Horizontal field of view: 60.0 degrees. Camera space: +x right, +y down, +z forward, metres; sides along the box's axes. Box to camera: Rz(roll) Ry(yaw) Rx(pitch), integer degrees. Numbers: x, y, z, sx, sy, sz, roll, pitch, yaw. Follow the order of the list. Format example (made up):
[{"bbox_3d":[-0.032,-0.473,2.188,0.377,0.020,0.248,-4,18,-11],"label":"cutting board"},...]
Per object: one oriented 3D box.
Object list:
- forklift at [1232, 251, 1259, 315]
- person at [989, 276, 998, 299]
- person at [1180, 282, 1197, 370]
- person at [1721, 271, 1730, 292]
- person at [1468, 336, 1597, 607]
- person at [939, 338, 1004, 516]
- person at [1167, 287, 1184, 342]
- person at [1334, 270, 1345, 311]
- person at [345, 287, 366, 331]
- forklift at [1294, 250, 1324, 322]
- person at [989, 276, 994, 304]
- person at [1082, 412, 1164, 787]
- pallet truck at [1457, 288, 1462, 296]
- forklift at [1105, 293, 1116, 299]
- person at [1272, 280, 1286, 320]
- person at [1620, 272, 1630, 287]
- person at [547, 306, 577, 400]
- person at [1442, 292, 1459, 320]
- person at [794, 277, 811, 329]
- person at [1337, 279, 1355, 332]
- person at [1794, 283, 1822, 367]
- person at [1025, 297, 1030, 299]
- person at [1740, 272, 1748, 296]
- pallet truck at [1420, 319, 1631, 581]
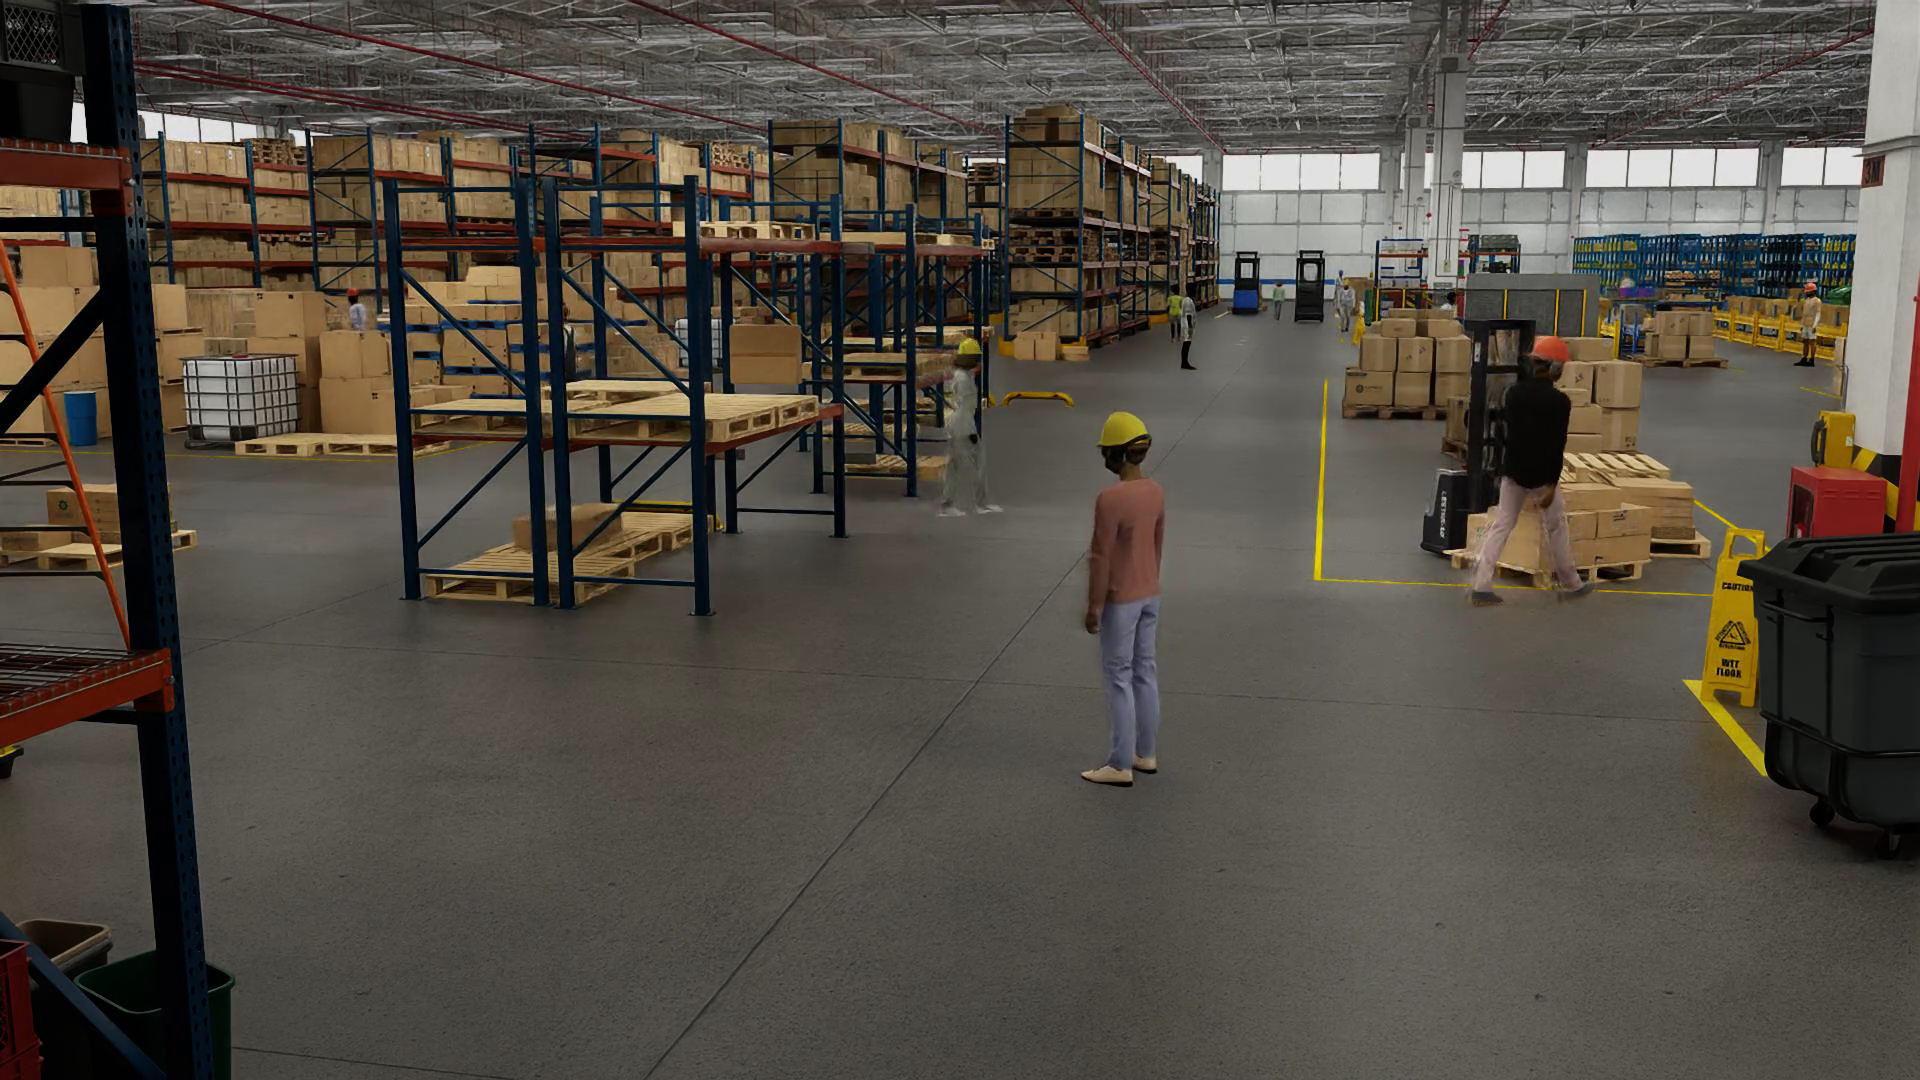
[{"bbox_3d":[12.759,-11.468,74.117,1.129,2.768,1.873,2,10,12],"label":"forklift"},{"bbox_3d":[1.785,-13.398,88.591,0.633,1.853,1.020,7,12,37],"label":"person"},{"bbox_3d":[5.116,-4.775,37.181,0.363,1.963,0.612,0,10,1],"label":"person"},{"bbox_3d":[36.796,-11.951,79.804,0.619,1.936,1.034,-1,10,-6],"label":"person"},{"bbox_3d":[4.083,-0.475,11.830,1.046,1.941,0.626,-5,11,-28],"label":"person"},{"bbox_3d":[0.131,-1.070,15.983,0.742,1.715,0.506,1,10,5],"label":"person"},{"bbox_3d":[6.475,-6.770,49.919,0.536,1.648,0.867,1,10,8],"label":"person"},{"bbox_3d":[18.292,-12.012,80.087,0.604,1.949,0.389,-5,11,-26],"label":"person"},{"bbox_3d":[-12.243,-4.215,34.009,0.644,1.919,0.550,1,10,4],"label":"person"},{"bbox_3d":[13.778,-10.002,65.433,1.129,2.768,1.873,2,10,12],"label":"forklift"},{"bbox_3d":[1.652,-12.470,82.997,0.563,1.897,0.986,2,10,12],"label":"person"},{"bbox_3d":[0.774,0.278,7.876,0.332,1.764,0.530,7,12,37],"label":"person"},{"bbox_3d":[20.506,-9.785,68.819,0.653,1.274,1.630,2,10,12],"label":"pallet truck"},{"bbox_3d":[8.661,-14.892,94.391,1.873,2.768,1.129,2,10,12],"label":"forklift"},{"bbox_3d":[12.959,-9.720,67.482,0.533,1.609,0.644,4,10,23],"label":"person"},{"bbox_3d":[29.484,-10.922,73.804,0.443,1.890,0.664,7,12,35],"label":"person"},{"bbox_3d":[-5.663,-2.406,23.555,0.520,1.829,0.551,5,11,28],"label":"person"},{"bbox_3d":[12.016,-5.194,40.495,0.557,1.669,0.720,-8,12,-38],"label":"person"},{"bbox_3d":[-5.268,-7.874,55.810,0.685,1.871,0.883,4,10,23],"label":"person"},{"bbox_3d":[13.167,-7.983,56.675,0.599,1.804,0.836,2,10,14],"label":"person"},{"bbox_3d":[19.632,-4.973,38.468,0.368,1.929,0.542,-1,10,-7],"label":"person"},{"bbox_3d":[2.527,-8.253,57.911,0.630,1.947,0.438,-9,13,-42],"label":"person"},{"bbox_3d":[37.597,-11.927,79.881,0.565,1.850,0.390,-3,10,-18],"label":"person"},{"bbox_3d":[4.543,-0.757,13.299,0.823,1.965,1.885,-4,10,-22],"label":"pallet truck"}]
